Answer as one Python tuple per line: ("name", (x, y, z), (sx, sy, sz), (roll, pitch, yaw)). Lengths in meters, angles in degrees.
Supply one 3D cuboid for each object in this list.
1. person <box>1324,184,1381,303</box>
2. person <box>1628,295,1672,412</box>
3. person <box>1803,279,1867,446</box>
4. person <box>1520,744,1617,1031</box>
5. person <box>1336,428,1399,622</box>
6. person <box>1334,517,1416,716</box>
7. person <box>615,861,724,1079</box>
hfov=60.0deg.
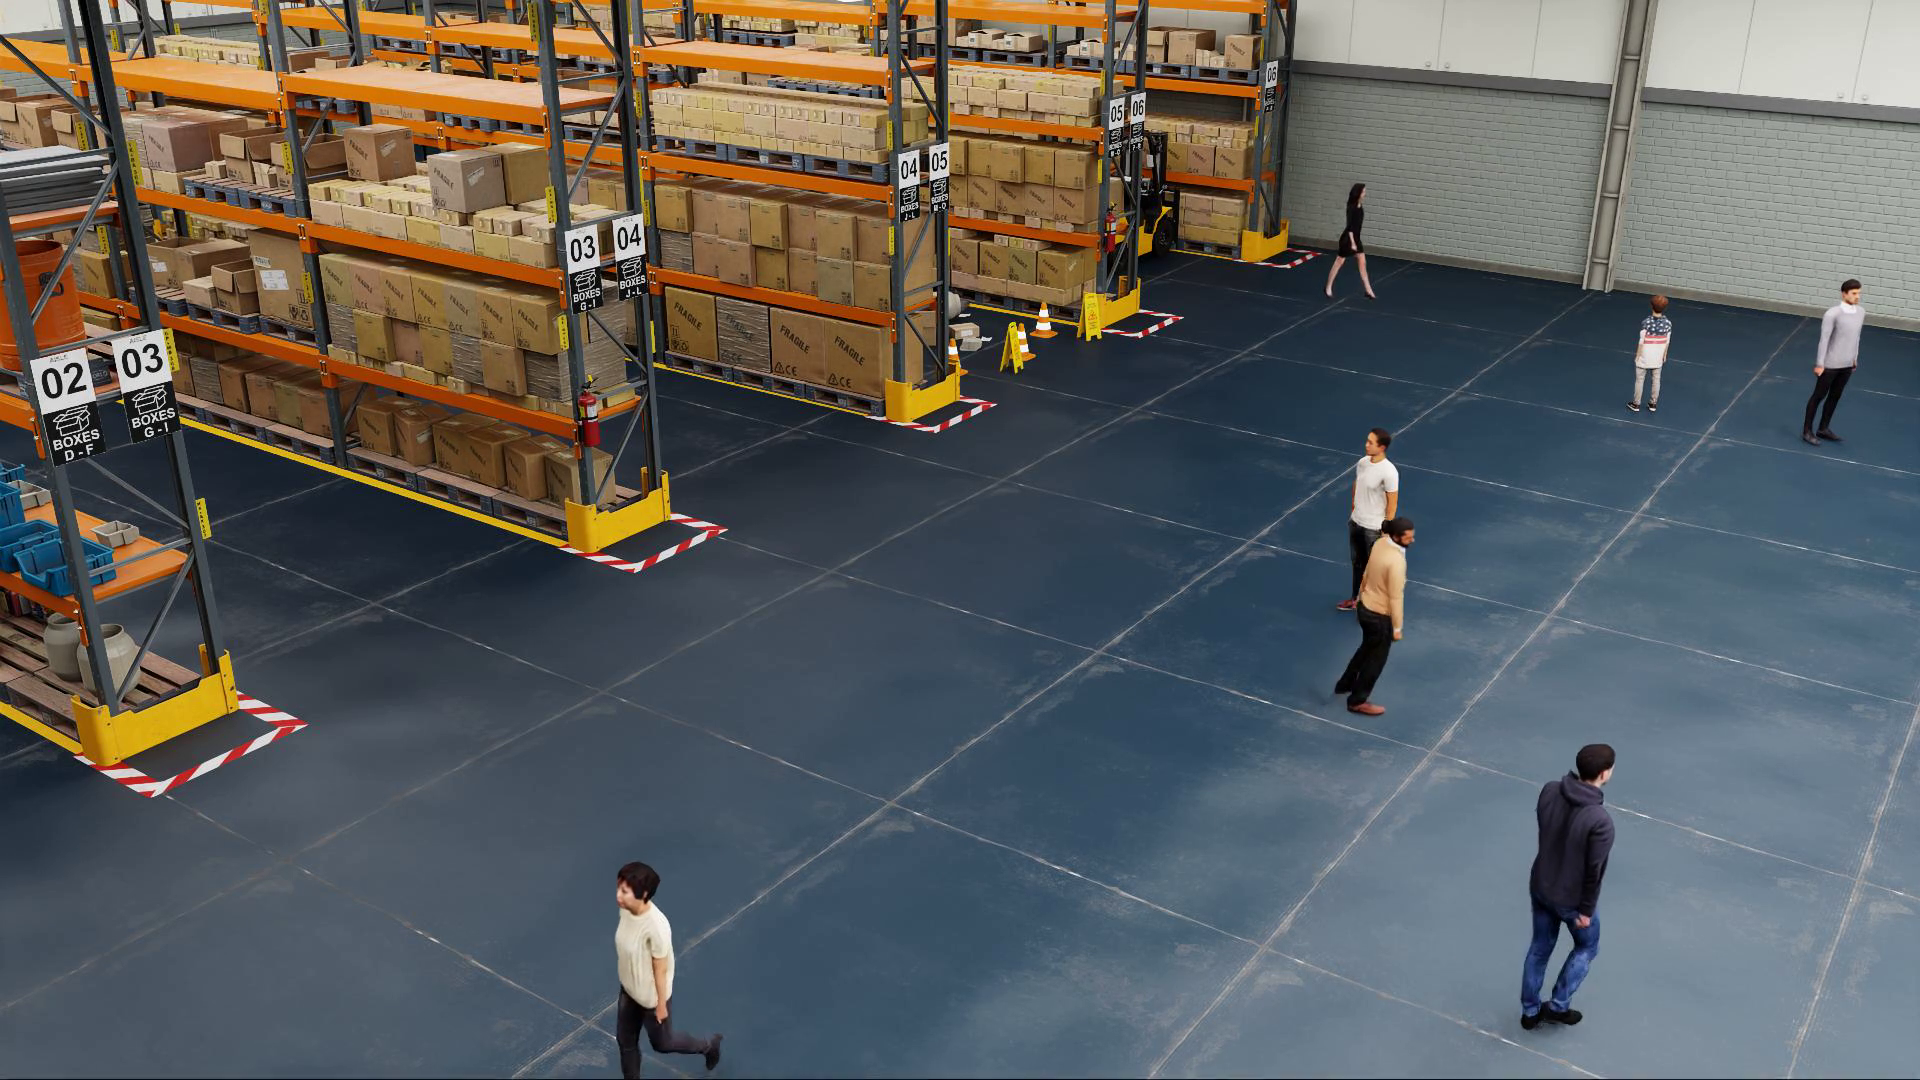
("person", (5.774, -4.433, 24.959), (1.153, 1.755, 0.720), (21, 31, 40))
("person", (8.448, -2.292, 20.328), (0.550, 1.439, 0.646), (1, 23, 2))
("person", (10.105, -2.070, 19.189), (0.836, 1.922, 0.840), (-8, 24, -19))
("person", (3.409, 2.041, 9.584), (0.830, 1.873, 0.713), (-13, 26, -29))
("person", (3.678, -0.151, 14.830), (0.778, 1.801, 0.636), (-12, 26, -26))
("person", (3.267, 0.591, 13.194), (0.887, 1.716, 0.860), (-7, 24, -17))
("person", (-1.639, 2.438, 9.046), (0.792, 1.563, 0.947), (-19, 30, -38))
